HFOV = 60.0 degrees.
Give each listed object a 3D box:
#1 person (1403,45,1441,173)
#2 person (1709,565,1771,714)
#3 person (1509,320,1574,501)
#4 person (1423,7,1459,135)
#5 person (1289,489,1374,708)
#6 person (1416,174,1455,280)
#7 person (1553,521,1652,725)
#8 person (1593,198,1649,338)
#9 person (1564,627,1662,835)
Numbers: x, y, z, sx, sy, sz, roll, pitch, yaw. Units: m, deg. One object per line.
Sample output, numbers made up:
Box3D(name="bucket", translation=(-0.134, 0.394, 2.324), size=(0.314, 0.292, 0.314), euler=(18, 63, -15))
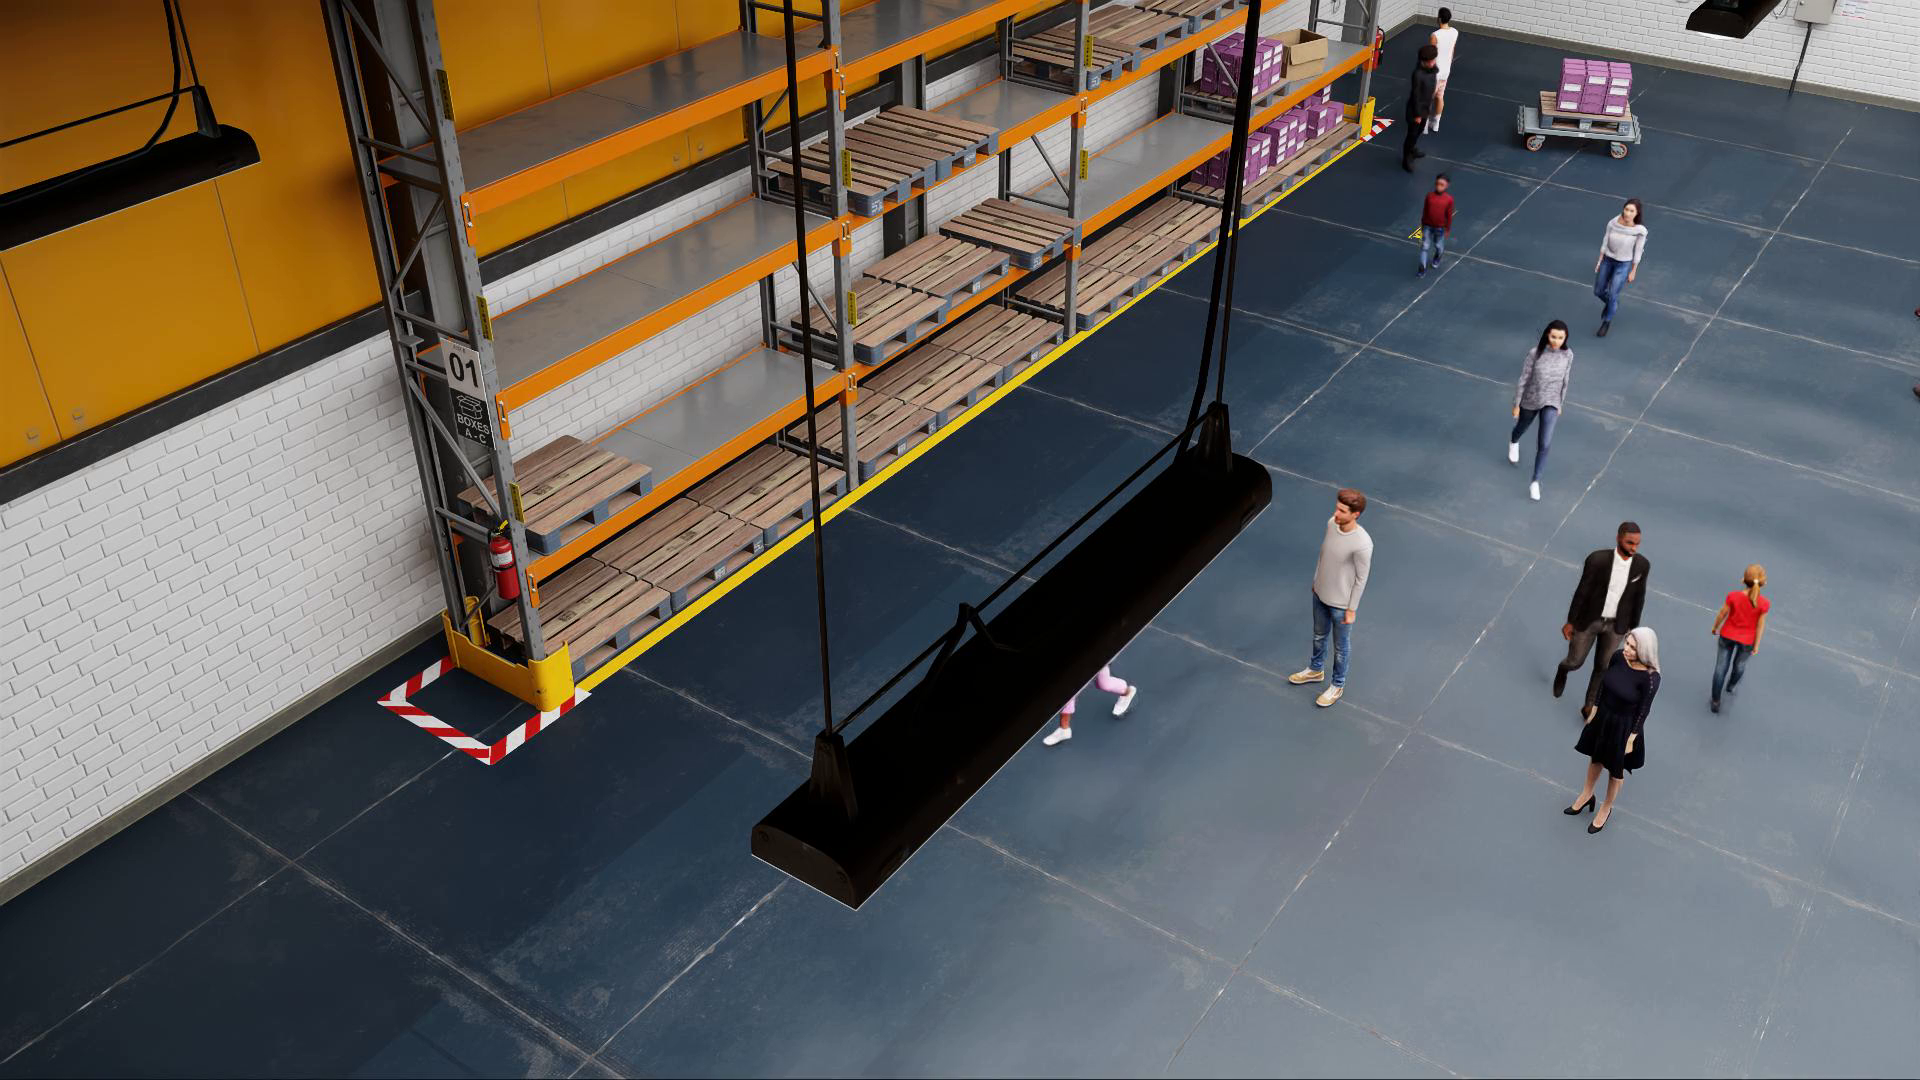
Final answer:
Box3D(name="person", translation=(6.243, -5.906, 22.674), size=(0.930, 1.744, 0.613), euler=(18, 37, 25))
Box3D(name="person", translation=(6.065, 0.795, 12.994), size=(0.571, 1.300, 0.774), euler=(16, 37, 23))
Box3D(name="person", translation=(5.509, -1.339, 15.850), size=(1.002, 1.691, 1.267), euler=(5, 34, 7))
Box3D(name="person", translation=(6.858, -6.744, 23.894), size=(0.674, 1.789, 0.788), euler=(-15, 37, -22))
Box3D(name="person", translation=(2.952, 0.421, 13.010), size=(0.733, 1.905, 0.742), euler=(-17, 37, -24))
Box3D(name="person", translation=(5.721, -3.804, 19.969), size=(0.588, 1.237, 0.883), euler=(15, 36, 21))
Box3D(name="person", translation=(4.920, 0.602, 12.838), size=(0.932, 1.793, 1.002), euler=(1, 34, 1))
Box3D(name="person", translation=(7.337, -3.065, 18.514), size=(0.671, 1.618, 0.763), euler=(28, 43, 35))
Box3D(name="person", translation=(4.643, 1.332, 11.783), size=(0.709, 1.747, 0.690), euler=(-16, 37, -22))
